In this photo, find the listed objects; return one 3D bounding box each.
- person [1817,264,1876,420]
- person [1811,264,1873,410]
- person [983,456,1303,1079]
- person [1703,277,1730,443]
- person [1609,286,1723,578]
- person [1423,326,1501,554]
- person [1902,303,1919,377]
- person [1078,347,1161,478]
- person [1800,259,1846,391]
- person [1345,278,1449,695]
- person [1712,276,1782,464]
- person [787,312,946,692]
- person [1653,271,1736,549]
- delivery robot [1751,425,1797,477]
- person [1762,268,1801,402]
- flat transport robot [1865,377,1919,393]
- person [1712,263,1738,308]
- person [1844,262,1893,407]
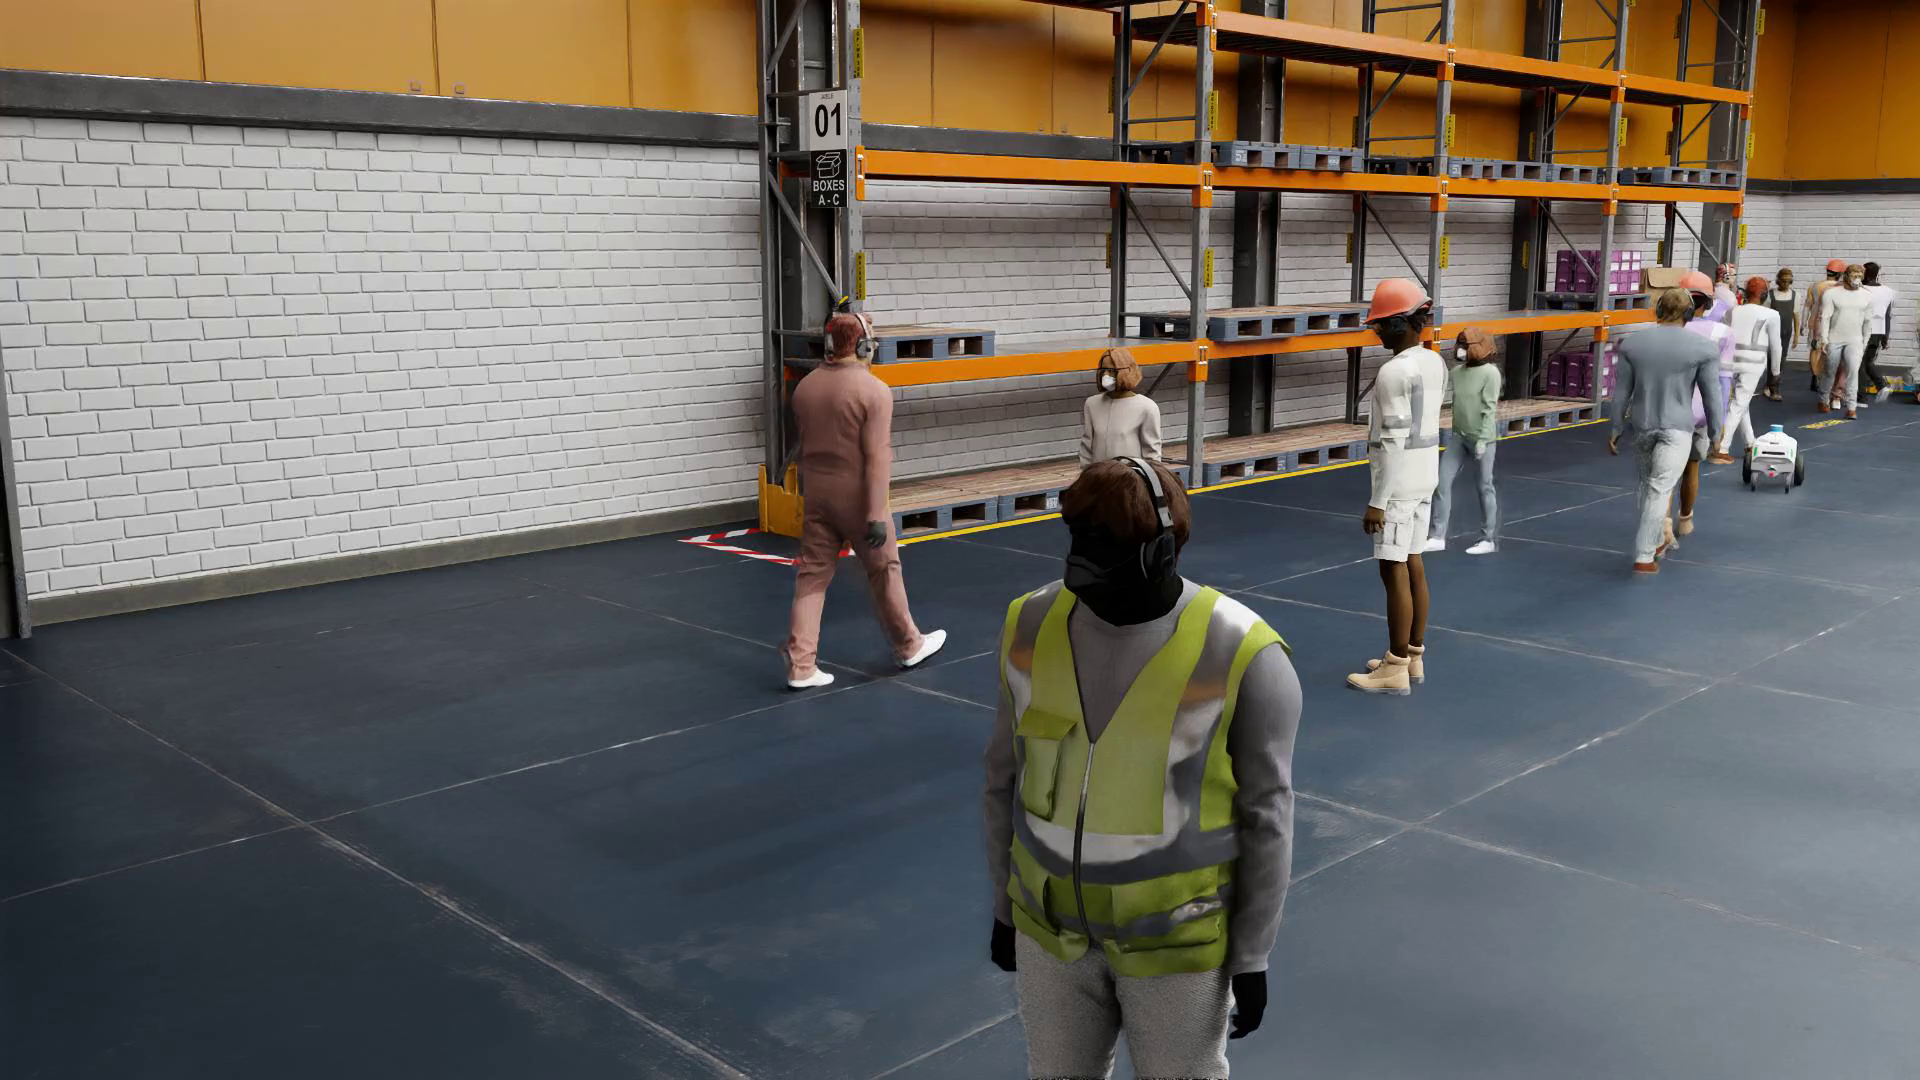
[{"bbox_3d":[10.942,-2.465,20.585,0.630,1.901,1.003,3,11,16],"label":"person"},{"bbox_3d":[11.324,-2.591,21.324,0.684,1.872,0.621,3,11,17],"label":"person"},{"bbox_3d":[0.316,0.749,3.214,0.624,1.840,0.430,6,12,29],"label":"person"},{"bbox_3d":[7.987,-1.940,17.931,0.612,1.812,0.476,4,11,20],"label":"person"},{"bbox_3d":[4.743,-0.727,11.090,0.663,1.893,0.972,9,14,42],"label":"person"},{"bbox_3d":[3.509,-0.678,11.623,0.702,1.607,0.505,-5,12,-26],"label":"person"},{"bbox_3d":[13.730,-2.957,23.543,0.569,1.798,0.617,1,10,4],"label":"person"},{"bbox_3d":[0.877,-0.261,9.277,0.507,1.631,0.265,8,13,37],"label":"person"},{"bbox_3d":[12.440,-3.087,23.979,0.622,1.895,0.675,7,13,34],"label":"person"},{"bbox_3d":[2.136,-0.256,8.161,0.384,2.035,0.605,7,12,33],"label":"person"},{"bbox_3d":[7.808,-1.675,16.441,1.038,1.827,0.576,-6,12,-31],"label":"person"},{"bbox_3d":[-0.497,-0.201,8.338,0.674,1.855,1.000,8,13,39],"label":"person"},{"bbox_3d":[5.229,-0.938,12.022,0.621,1.987,1.082,6,12,28],"label":"person"},{"bbox_3d":[7.243,-0.780,14.787,0.477,0.478,0.707,5,12,27],"label":"delivery robot"},{"bbox_3d":[11.162,-2.814,22.736,0.522,1.813,0.879,2,11,9],"label":"person"},{"bbox_3d":[13.505,-2.176,23.440,1.431,0.197,0.652,5,11,25],"label":"flat transport robot"},{"bbox_3d":[9.102,-2.353,19.944,0.399,1.908,0.643,-1,10,-4],"label":"person"},{"bbox_3d":[11.853,-2.668,21.697,0.591,1.899,0.469,-3,11,-14],"label":"person"}]
